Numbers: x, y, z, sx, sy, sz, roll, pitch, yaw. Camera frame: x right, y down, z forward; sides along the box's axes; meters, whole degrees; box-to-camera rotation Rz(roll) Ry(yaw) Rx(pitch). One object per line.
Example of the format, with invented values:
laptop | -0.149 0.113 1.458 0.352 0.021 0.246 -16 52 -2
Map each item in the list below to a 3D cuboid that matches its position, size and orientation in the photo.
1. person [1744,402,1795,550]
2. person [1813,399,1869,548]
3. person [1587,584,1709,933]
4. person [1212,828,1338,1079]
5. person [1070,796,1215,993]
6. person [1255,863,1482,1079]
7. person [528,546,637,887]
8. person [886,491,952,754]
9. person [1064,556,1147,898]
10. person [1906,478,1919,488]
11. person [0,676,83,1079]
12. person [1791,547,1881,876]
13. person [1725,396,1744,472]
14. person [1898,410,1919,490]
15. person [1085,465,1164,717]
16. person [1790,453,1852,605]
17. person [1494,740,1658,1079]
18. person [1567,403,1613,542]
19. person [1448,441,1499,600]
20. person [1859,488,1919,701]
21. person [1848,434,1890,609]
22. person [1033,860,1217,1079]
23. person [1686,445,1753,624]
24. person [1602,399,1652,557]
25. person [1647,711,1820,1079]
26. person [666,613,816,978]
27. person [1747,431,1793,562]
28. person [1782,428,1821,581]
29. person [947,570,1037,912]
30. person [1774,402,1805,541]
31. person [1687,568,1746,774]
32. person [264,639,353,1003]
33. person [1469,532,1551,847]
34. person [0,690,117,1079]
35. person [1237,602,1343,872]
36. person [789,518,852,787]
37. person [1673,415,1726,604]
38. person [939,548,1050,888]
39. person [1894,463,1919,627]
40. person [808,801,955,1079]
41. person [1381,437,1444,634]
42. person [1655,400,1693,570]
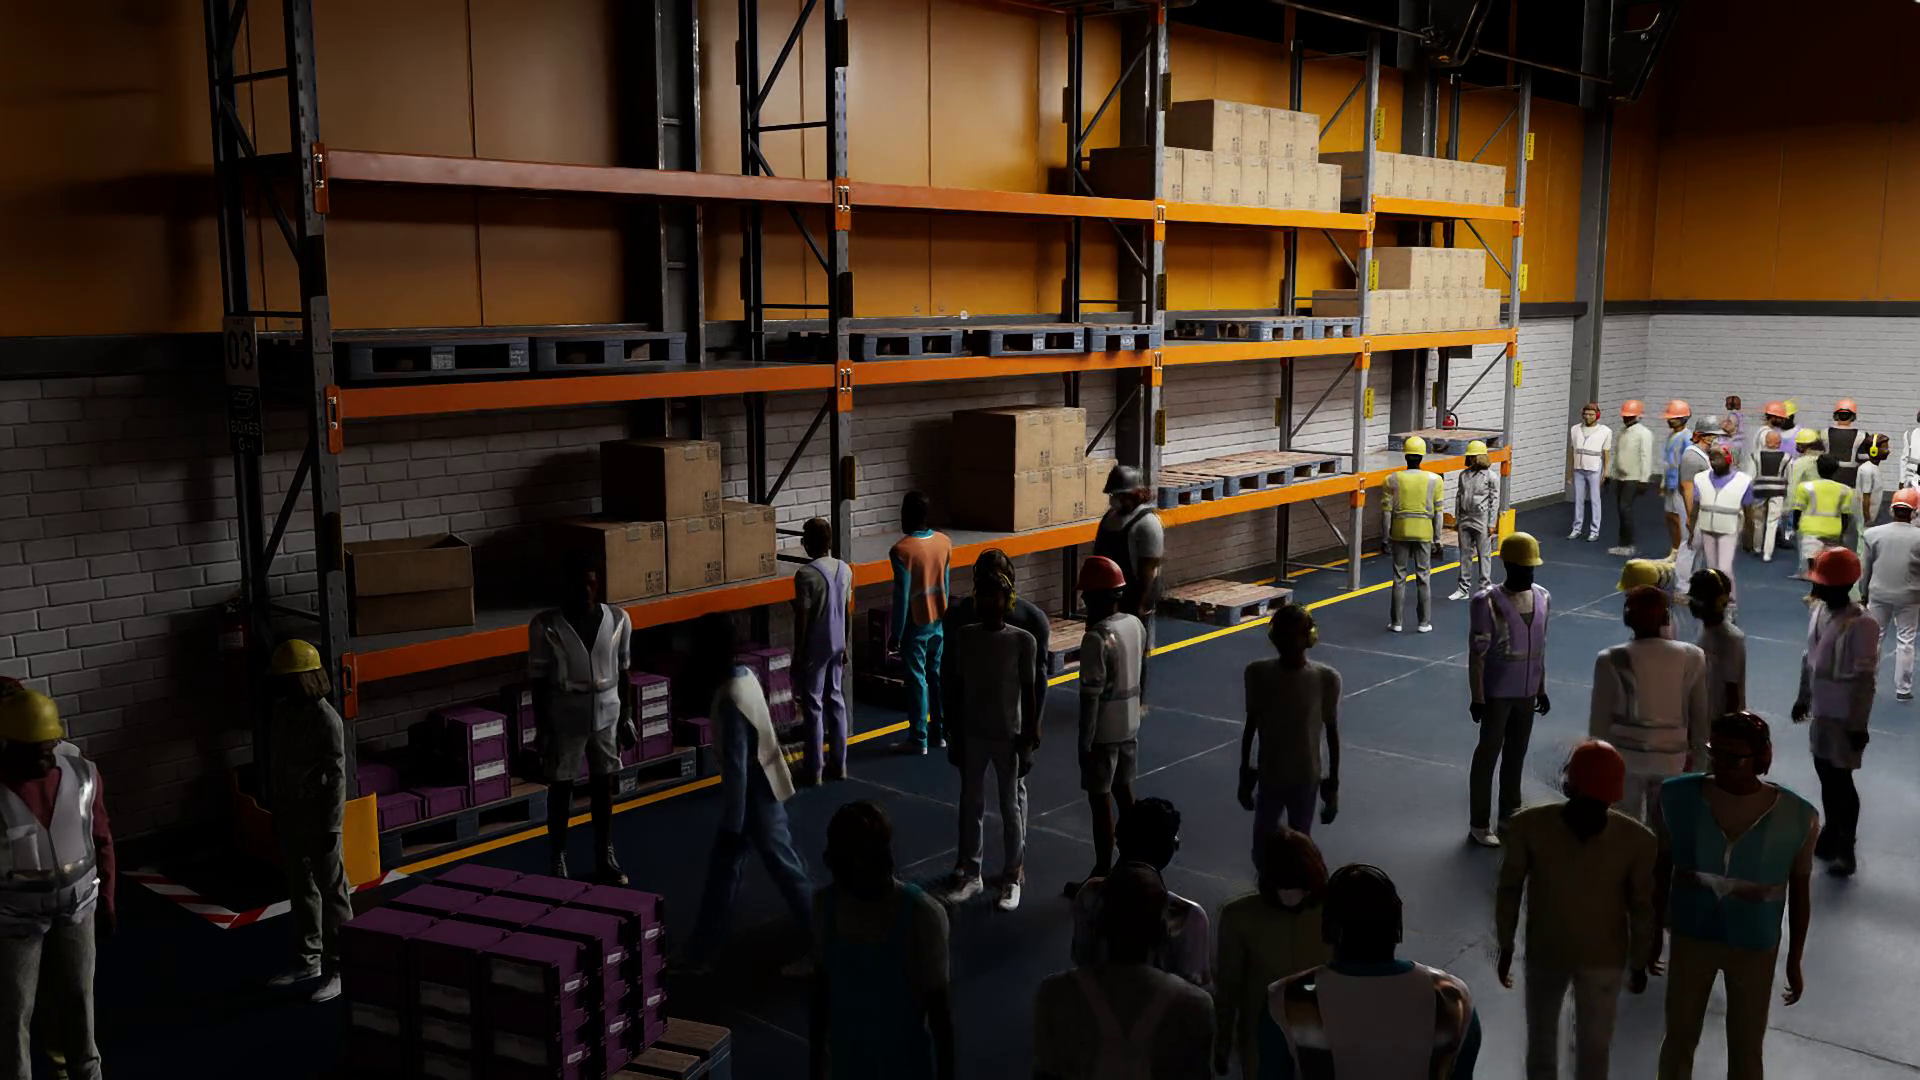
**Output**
person | 10.392 -0.807 21.232 0.571 1.902 0.555 5 10 29
person | 10.601 -0.686 20.057 0.611 2.030 0.410 5 10 29
person | 3.578 1.160 8.648 0.603 1.868 0.462 0 9 1
person | 1.139 1.752 5.674 0.514 1.594 0.678 -1 9 -8
person | 0.630 1.705 5.685 0.540 1.696 0.316 6 11 36
person | 1.107 1.797 4.650 0.622 1.839 0.429 -1 9 -3
person | -2.115 1.002 9.349 0.600 1.967 0.369 -5 10 -31
person | -0.286 0.601 12.092 0.394 1.920 0.587 7 11 39
person | 0.796 1.043 9.221 0.384 1.929 0.543 6 11 36
person | 10.167 -0.105 17.411 0.543 1.681 0.573 7 11 39
person | -3.878 1.451 6.838 0.564 1.848 0.388 -5 10 -27
person | 5.054 0.976 9.709 0.426 1.919 0.650 -1 9 -4
person | 12.277 -1.476 26.427 0.318 1.630 0.513 6 11 33
person | 12.161 -0.758 20.999 0.351 1.880 0.575 -6 11 -36
person | 1.257 0.404 12.972 0.545 2.000 0.700 -5 10 -31
person | 8.964 -0.074 17.291 0.538 1.663 0.852 0 9 3
person | 2.411 1.569 6.533 0.587 1.712 0.638 4 10 23
person | 8.335 -0.897 22.030 0.394 1.836 0.561 -8 12 -41
person | 5.494 -0.192 17.772 0.306 1.743 0.494 -7 11 -39
person | 7.701 0.443 13.672 0.566 1.744 0.350 8 12 42
person | 9.408 -0.169 17.210 0.326 1.874 0.519 5 10 28
person | 0.435 1.819 4.601 0.558 1.825 0.564 0 9 1
person | 7.597 -0.050 16.639 0.502 1.814 0.577 -9 12 -44
person | 8.316 -0.776 20.806 0.494 1.977 0.673 -2 9 -11
person | 2.913 1.534 6.321 0.564 1.841 0.394 5 10 28
person | -1.036 1.262 8.098 0.972 1.847 0.609 -2 9 -10
person | 9.996 -0.550 20.542 0.531 1.595 0.806 5 10 28
person | 9.679 -0.401 19.085 0.533 1.754 0.377 -6 11 -34
person | 0.168 1.087 9.100 0.513 1.877 0.328 3 9 21
person | 10.830 -0.877 21.808 0.581 1.856 1.008 7 11 37
person | 4.184 1.067 9.317 0.367 1.855 0.638 1 9 4
person | -3.134 1.329 7.963 0.487 1.744 0.294 5 10 31
person | 3.364 0.899 10.140 0.595 1.925 0.373 -4 10 -25
person | -3.686 1.489 6.670 0.403 1.826 0.591 7 11 39
person | 1.671 1.206 8.399 0.526 1.853 0.562 3 9 20
person | -0.951 0.760 11.352 0.357 1.835 0.516 7 11 38
person | 7.924 -0.333 17.724 0.536 2.000 0.683 7 11 39
person | 0.186 1.004 9.433 0.631 1.940 0.372 2 9 12
person | 9.517 0.036 16.443 0.535 1.700 0.318 1 9 6
person | -0.263 1.704 5.273 0.539 1.826 0.411 5 10 29
person | 4.406 -0.046 16.234 0.585 1.929 0.371 2 9 13
person | 8.541 -0.657 19.856 0.437 2.030 0.636 0 9 2
